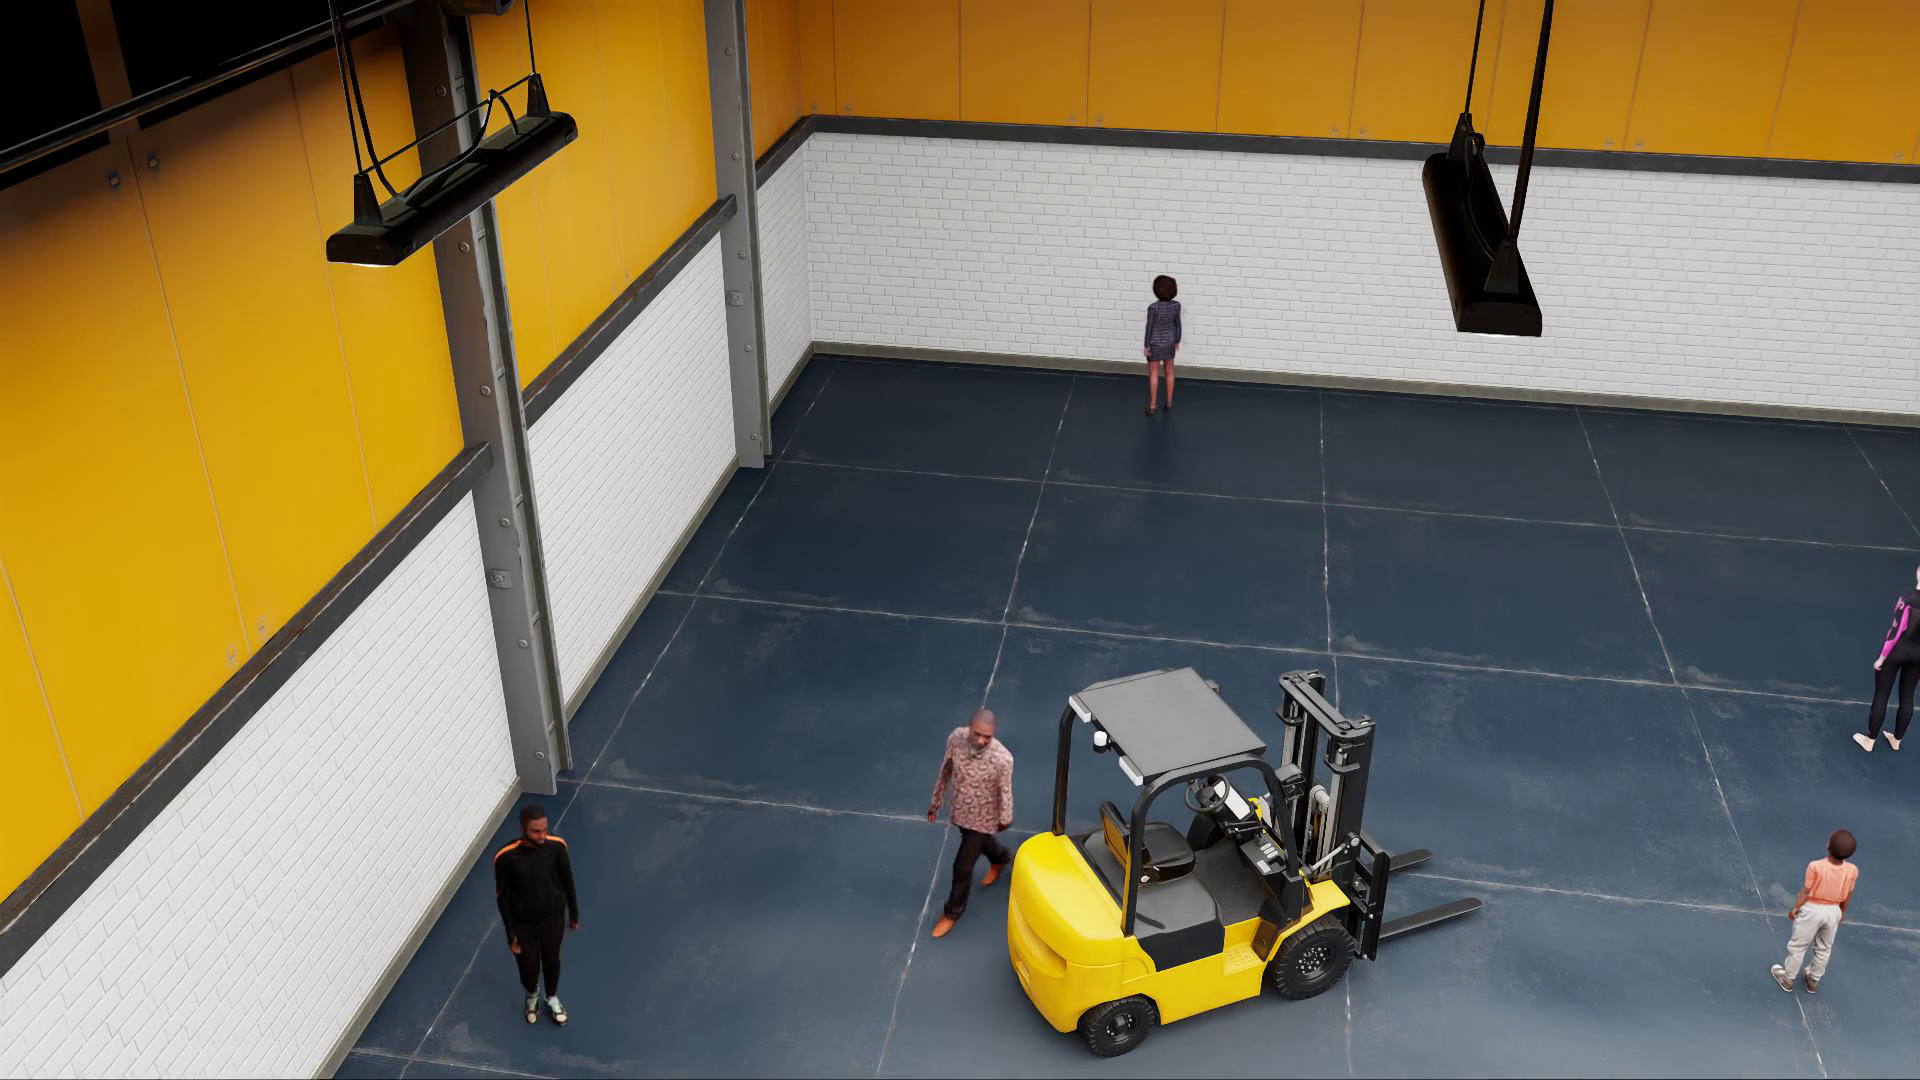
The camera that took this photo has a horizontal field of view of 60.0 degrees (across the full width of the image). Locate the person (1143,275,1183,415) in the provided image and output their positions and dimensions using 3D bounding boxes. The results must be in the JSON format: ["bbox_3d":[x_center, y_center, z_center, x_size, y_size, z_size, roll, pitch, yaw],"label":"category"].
[{"bbox_3d":[2.344,-2.255,19.314,0.703,1.701,0.698,-9,30,-16],"label":"person"}]

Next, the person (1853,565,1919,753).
[{"bbox_3d":[7.617,0.929,13.426,0.600,1.750,0.578,0,29,0],"label":"person"}]

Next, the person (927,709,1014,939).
[{"bbox_3d":[0.154,1.858,11.690,1.120,1.781,1.299,26,38,38],"label":"person"}]

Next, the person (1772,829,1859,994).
[{"bbox_3d":[5.725,2.466,11.066,0.493,1.311,0.469,4,29,7],"label":"person"}]

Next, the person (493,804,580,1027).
[{"bbox_3d":[-2.754,2.378,10.731,0.785,1.787,0.825,-12,31,-21],"label":"person"}]
